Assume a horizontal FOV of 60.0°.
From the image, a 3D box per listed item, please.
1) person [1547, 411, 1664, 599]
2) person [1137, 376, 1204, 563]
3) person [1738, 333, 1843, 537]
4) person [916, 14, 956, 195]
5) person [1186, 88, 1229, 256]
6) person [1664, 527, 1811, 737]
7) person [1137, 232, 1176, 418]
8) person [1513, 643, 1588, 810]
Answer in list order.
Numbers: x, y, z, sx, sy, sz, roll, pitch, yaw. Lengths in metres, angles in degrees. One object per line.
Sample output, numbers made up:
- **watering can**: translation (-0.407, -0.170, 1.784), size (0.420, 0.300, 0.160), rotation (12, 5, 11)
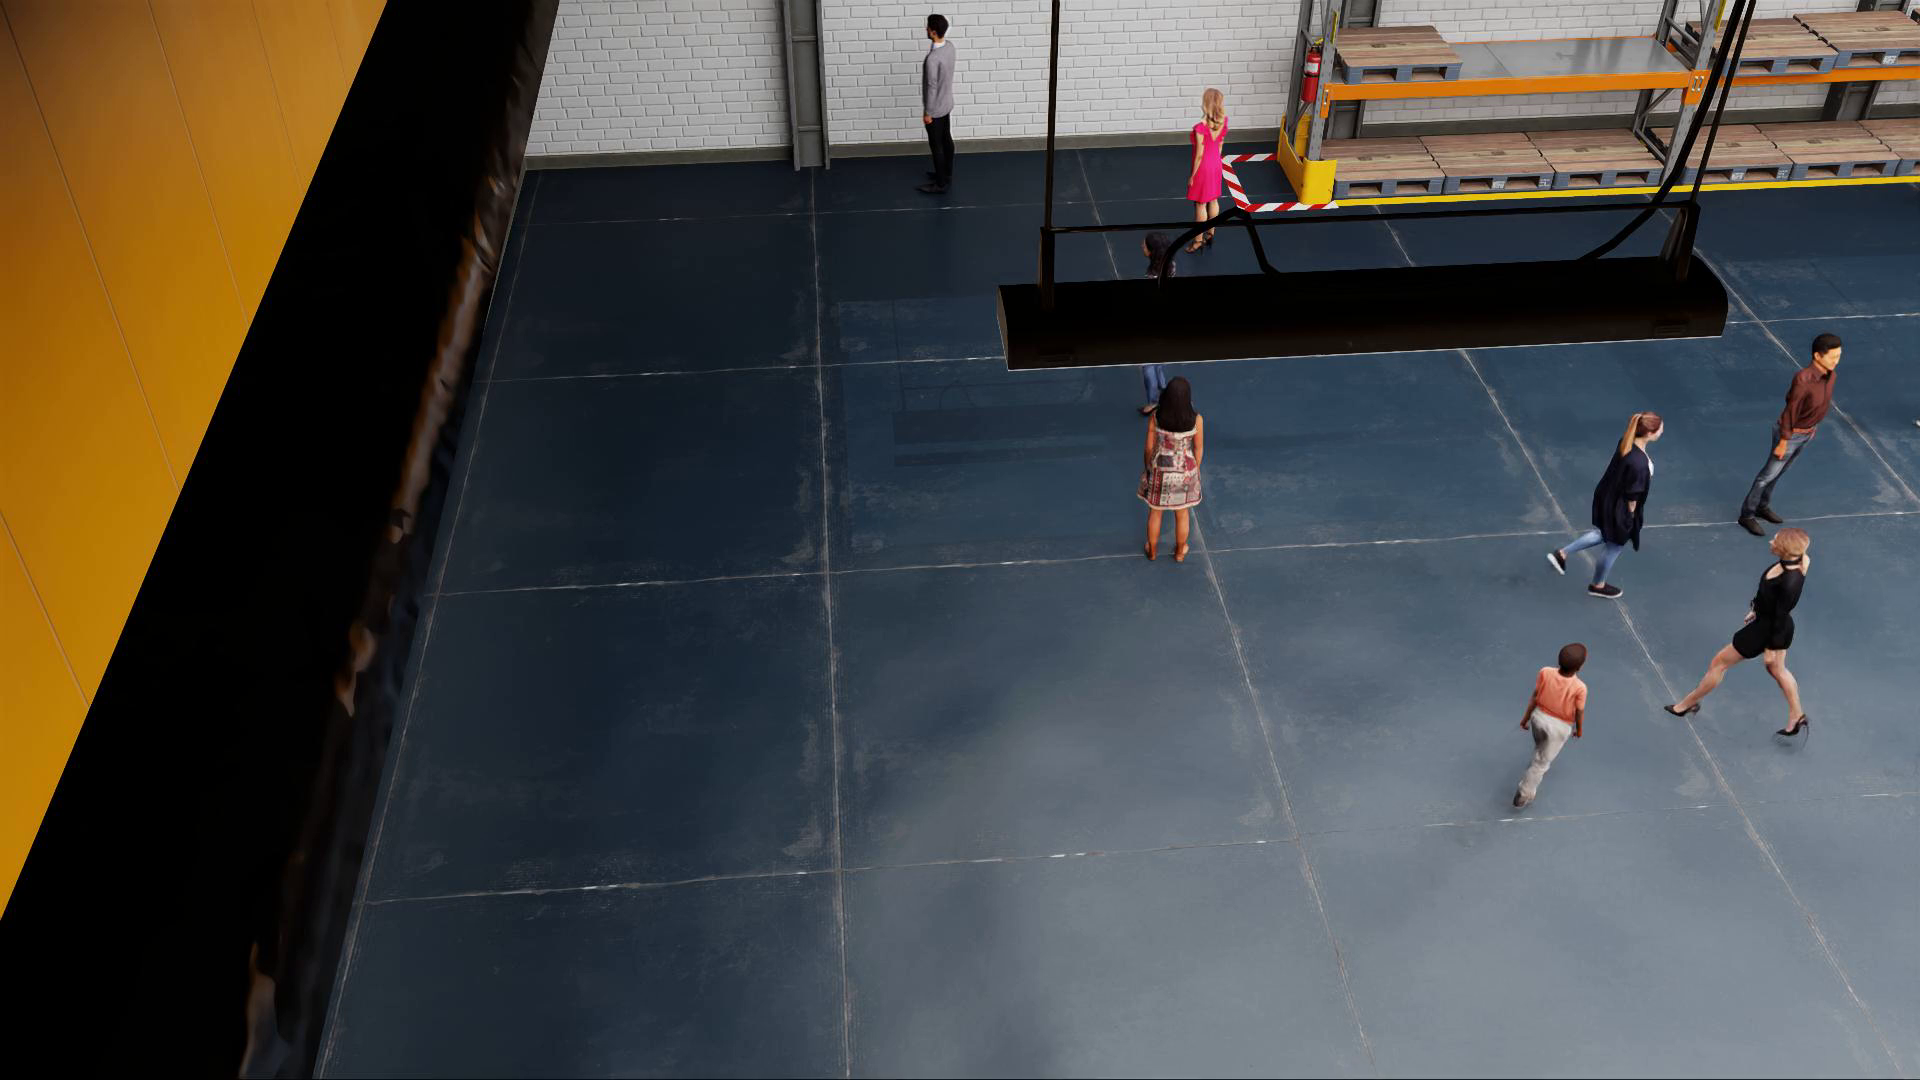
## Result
- **person**: translation (4.771, -0.251, 12.296), size (0.889, 1.671, 0.733), rotation (5, 39, 7)
- **person**: translation (1.610, -0.534, 12.672), size (0.543, 1.645, 0.755), rotation (4, 39, 5)
- **person**: translation (6.483, -0.845, 12.953), size (0.654, 1.779, 0.779), rotation (-26, 45, -29)
- **person**: translation (-0.224, -4.599, 17.540), size (0.787, 1.922, 0.830), rotation (13, 40, 15)
- **person**: translation (2.459, -3.667, 16.528), size (0.642, 1.728, 0.724), rotation (-28, 47, -31)
- **person**: translation (5.461, 0.667, 11.110), size (1.218, 1.717, 0.995), rotation (18, 42, 21)
- **person**: translation (1.723, -1.773, 14.114), size (0.810, 1.781, 0.756), rotation (25, 45, 28)
- **person**: translation (3.804, 1.220, 10.771), size (0.945, 1.276, 0.815), rotation (-31, 48, -33)
